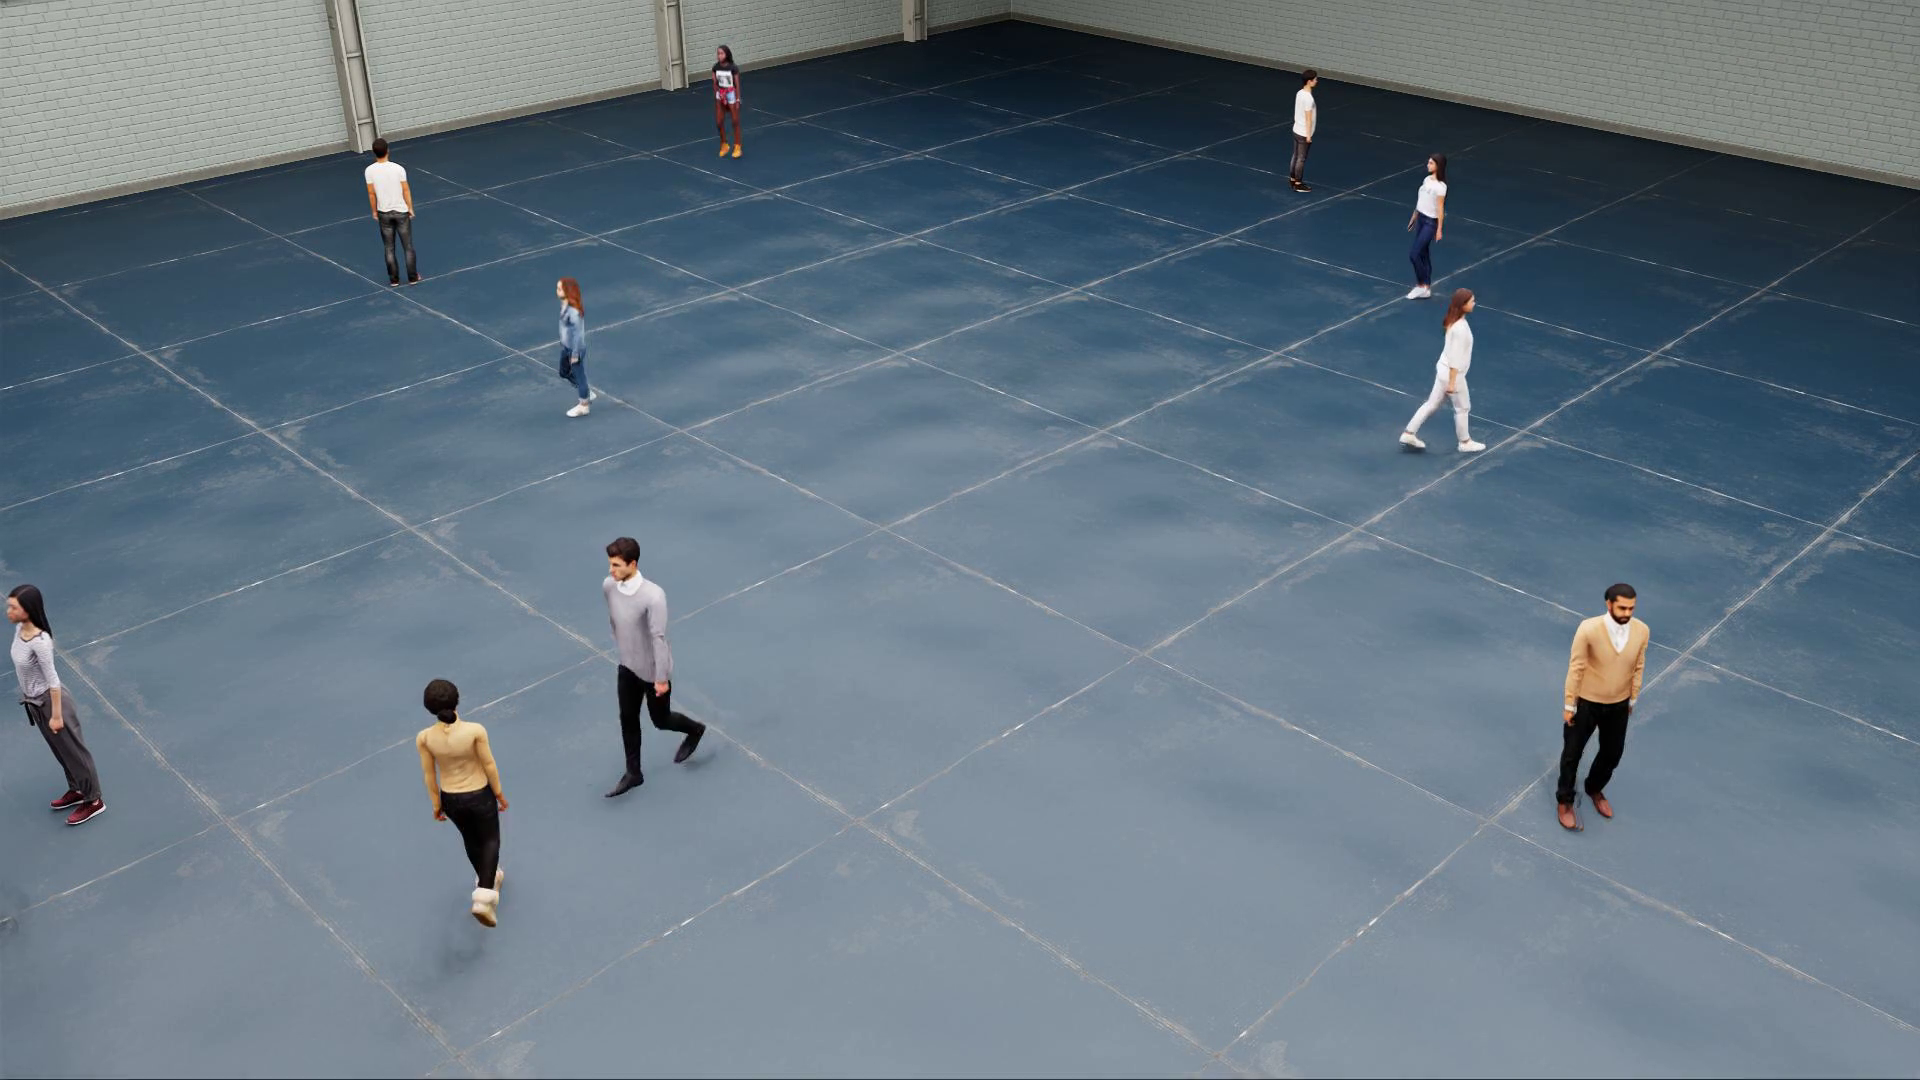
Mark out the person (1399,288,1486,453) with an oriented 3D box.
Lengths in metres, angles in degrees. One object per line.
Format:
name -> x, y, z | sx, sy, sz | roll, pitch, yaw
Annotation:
person -> 4.631, -1.595, 15.939 | 1.110, 1.653, 1.051 | 0, 28, 0

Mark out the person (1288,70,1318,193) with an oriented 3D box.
person -> 4.945, -5.916, 23.977 | 0.741, 1.722, 0.701 | -2, 28, -5

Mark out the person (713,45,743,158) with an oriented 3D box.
person -> -3.513, -6.746, 25.551 | 0.738, 1.708, 0.773 | 6, 29, 11

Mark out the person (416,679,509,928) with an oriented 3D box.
person -> -2.960, 1.600, 9.955 | 0.977, 1.638, 1.013 | 0, 28, -1

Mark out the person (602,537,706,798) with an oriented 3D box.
person -> -2.059, 0.802, 11.180 | 0.878, 1.894, 1.180 | 22, 35, 35

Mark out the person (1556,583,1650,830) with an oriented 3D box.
person -> 4.174, 1.034, 10.894 | 0.799, 1.754, 0.858 | 1, 28, 1

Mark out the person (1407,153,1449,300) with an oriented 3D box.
person -> 5.650, -3.729, 19.829 | 0.767, 1.763, 0.723 | -4, 28, -8

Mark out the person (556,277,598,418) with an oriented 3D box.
person -> -3.842, -1.965, 16.826 | 0.648, 1.471, 0.650 | -14, 31, -25

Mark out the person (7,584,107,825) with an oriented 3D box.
person -> -5.931, 1.059, 10.872 | 0.590, 1.730, 0.501 | 25, 37, 39

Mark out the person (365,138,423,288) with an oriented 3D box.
person -> -6.928, -4.001, 20.295 | 0.678, 1.804, 0.784 | -5, 28, -9
